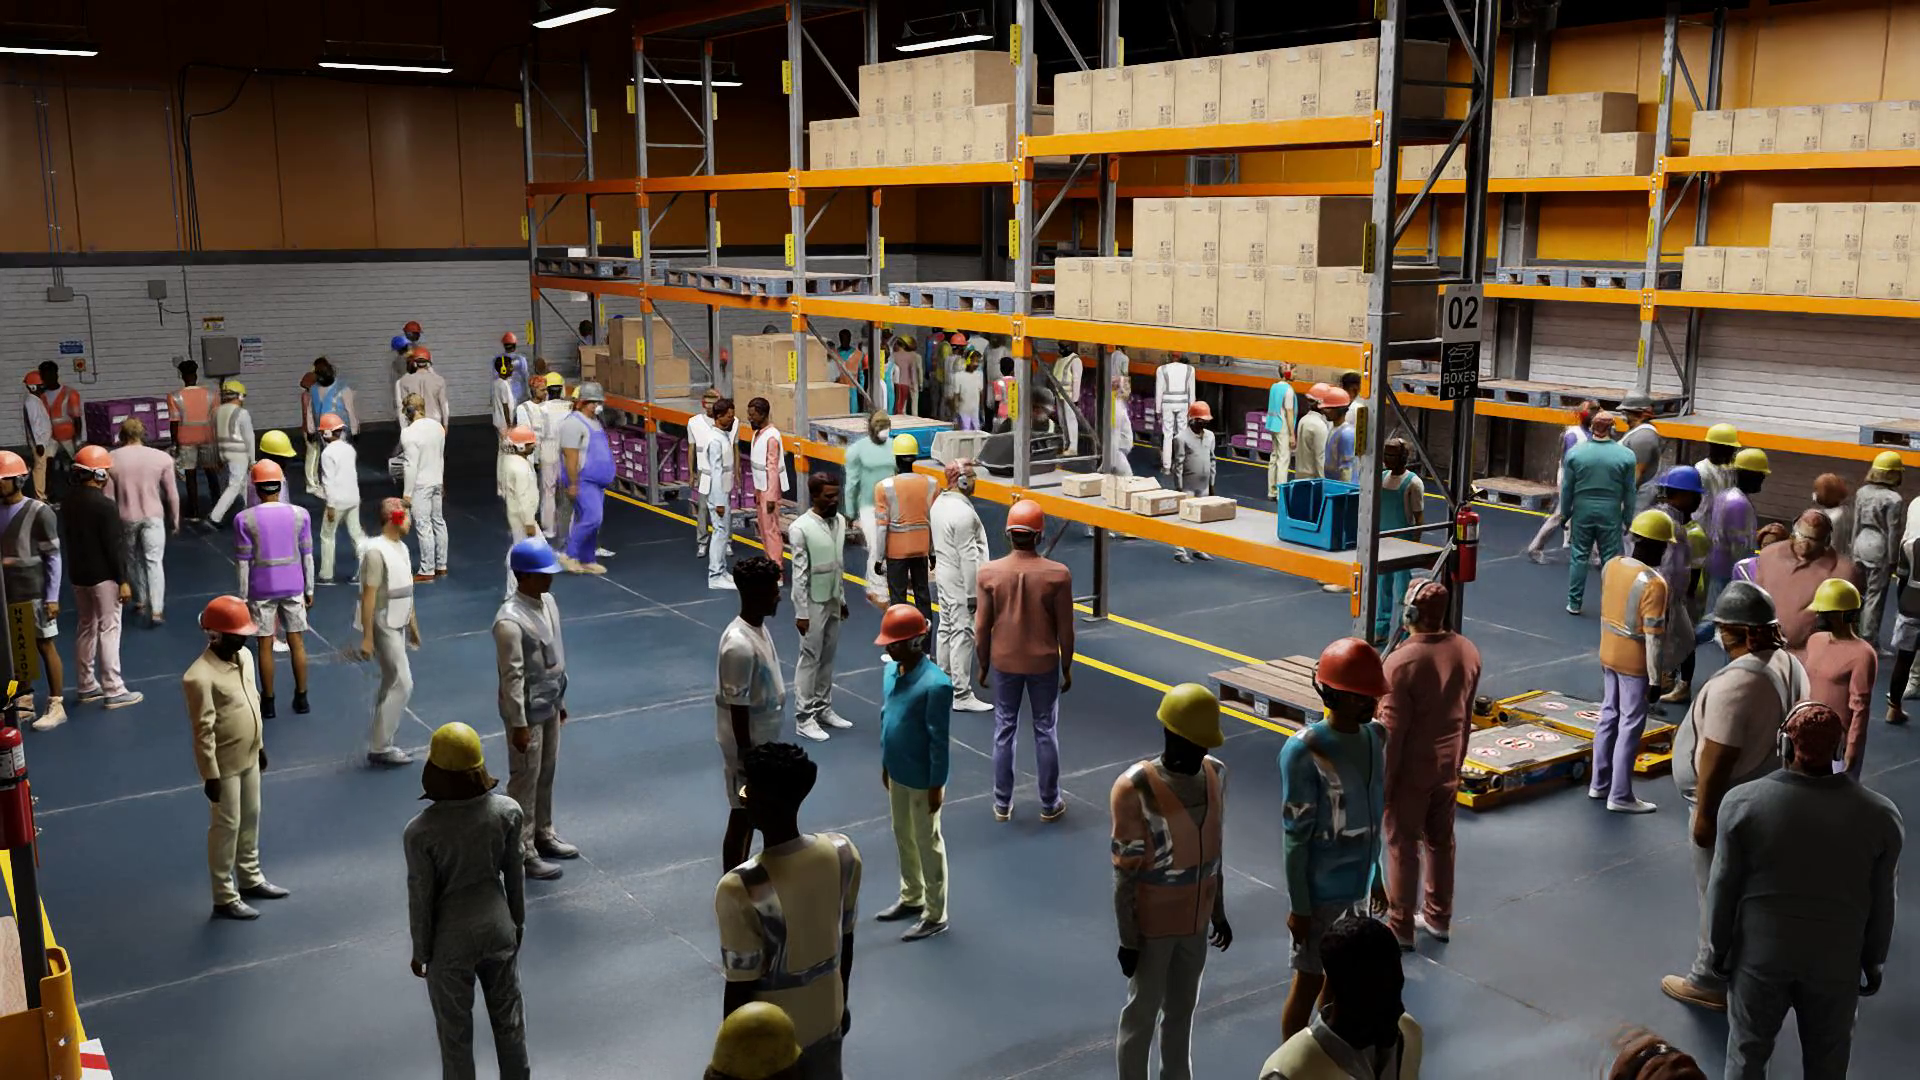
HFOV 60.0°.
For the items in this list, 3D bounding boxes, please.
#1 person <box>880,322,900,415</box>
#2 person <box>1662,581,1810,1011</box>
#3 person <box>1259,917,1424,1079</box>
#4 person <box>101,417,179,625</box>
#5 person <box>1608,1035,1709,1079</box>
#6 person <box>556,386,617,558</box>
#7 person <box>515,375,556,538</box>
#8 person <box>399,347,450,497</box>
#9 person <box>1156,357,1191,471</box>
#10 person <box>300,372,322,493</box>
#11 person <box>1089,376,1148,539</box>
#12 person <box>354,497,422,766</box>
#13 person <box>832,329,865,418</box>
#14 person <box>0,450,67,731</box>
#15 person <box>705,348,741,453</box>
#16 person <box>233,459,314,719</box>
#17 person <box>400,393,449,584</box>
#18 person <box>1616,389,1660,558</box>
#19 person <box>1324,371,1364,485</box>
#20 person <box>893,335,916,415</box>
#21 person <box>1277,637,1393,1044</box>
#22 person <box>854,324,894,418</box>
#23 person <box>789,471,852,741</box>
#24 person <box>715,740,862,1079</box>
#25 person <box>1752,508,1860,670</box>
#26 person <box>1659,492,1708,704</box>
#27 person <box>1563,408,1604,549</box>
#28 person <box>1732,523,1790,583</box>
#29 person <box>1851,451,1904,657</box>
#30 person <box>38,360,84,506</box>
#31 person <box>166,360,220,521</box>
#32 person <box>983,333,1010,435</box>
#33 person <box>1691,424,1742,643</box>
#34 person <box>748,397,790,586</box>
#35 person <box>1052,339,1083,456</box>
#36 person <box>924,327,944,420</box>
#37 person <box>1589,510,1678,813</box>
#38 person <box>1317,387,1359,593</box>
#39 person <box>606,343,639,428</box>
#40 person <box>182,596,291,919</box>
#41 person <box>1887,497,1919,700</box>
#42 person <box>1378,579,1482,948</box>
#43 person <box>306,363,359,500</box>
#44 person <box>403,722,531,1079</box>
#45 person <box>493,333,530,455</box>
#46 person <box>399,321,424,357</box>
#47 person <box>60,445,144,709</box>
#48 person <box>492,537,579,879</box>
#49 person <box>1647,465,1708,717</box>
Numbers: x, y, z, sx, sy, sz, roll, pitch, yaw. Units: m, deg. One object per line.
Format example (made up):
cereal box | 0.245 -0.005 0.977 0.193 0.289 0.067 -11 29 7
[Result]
person | -1.302 -3.116 30.358 0.403 1.824 0.594 -9 14 -39
person | 3.625 1.176 7.836 0.681 2.000 0.535 -8 14 -35
person | 1.010 1.901 4.438 0.591 1.919 0.392 -10 15 -42
person | -7.462 -0.176 15.167 0.646 1.895 1.017 -6 12 -26
person | 1.774 2.078 4.306 0.511 1.618 0.692 -2 11 -9
person | -4.044 -0.704 17.873 0.791 1.874 0.664 3 11 15
person | -4.852 -0.955 19.164 0.359 1.880 0.575 6 13 29
person | -7.027 -1.534 21.852 0.617 1.986 0.408 -3 12 -17
person | 3.125 -1.824 24.112 0.426 1.683 0.527 3 12 17
person | -8.678 -1.446 22.321 0.277 1.627 0.503 -1 11 -7
person | 1.866 -0.933 19.039 0.843 1.871 0.666 -1 11 -5
person | -3.879 0.618 11.307 0.428 1.794 0.658 -1 11 -6
person | -1.803 -2.388 26.386 0.590 1.919 0.396 1 11 3
person | -6.753 0.367 11.964 0.609 2.044 0.394 3 11 16
person | -3.648 -2.060 25.223 0.825 1.720 0.566 8 14 35
person | -5.067 0.360 12.320 0.548 1.925 0.392 -8 14 -35
person | -5.426 -0.522 16.798 0.371 1.935 0.627 3 11 15
person | 6.532 -0.470 16.257 0.535 2.000 0.684 4 12 20
person | 4.396 -0.939 18.898 0.423 1.954 0.647 -10 15 -40
person | -1.023 -2.604 28.074 0.568 1.689 0.931 -4 12 -20
person | 1.542 1.388 6.745 0.607 2.044 0.372 -10 15 -41
person | -1.414 -2.546 26.884 0.714 2.000 1.009 0 11 0
person | -1.008 0.450 11.864 0.371 1.916 0.597 6 12 27
person | -0.597 1.633 5.684 0.361 1.965 0.612 9 14 39
person | 5.391 0.691 10.741 0.523 1.875 0.719 -8 14 -36
person | 5.479 0.399 12.688 0.321 1.697 0.530 0 11 1
person | 6.896 -0.672 18.351 0.314 1.629 0.509 -4 12 -20
person | 5.530 0.683 11.412 0.524 1.631 0.319 6 12 27
person | 7.745 0.116 14.048 0.318 1.741 0.488 -2 11 -10
person | -11.472 -1.363 21.220 0.639 1.885 0.873 0 11 2
person | -9.300 -1.210 20.237 0.614 1.962 0.362 -10 15 -41
person | 0.654 -2.647 27.943 0.539 1.828 0.655 9 14 40
person | 6.530 -0.063 14.495 0.397 1.919 0.586 10 15 40
person | -1.925 -0.481 16.663 0.402 1.909 0.599 -4 12 -20
person | 1.646 -2.219 25.756 0.429 1.837 0.631 -5 12 -24
person | -0.396 -3.080 30.169 0.632 1.833 0.431 -10 15 -42
person | 4.192 0.753 10.337 0.396 1.913 0.591 -2 11 -11
person | 3.705 -0.489 16.390 0.427 2.033 0.608 0 11 1
person | -5.891 -2.875 29.114 0.563 1.834 0.409 -3 11 -13
person | -3.832 1.141 8.794 0.355 1.737 0.576 1 11 5
person | 7.342 0.331 12.548 0.401 1.894 0.654 -4 12 -19
person | 2.303 1.137 8.417 0.700 1.903 0.415 -7 13 -33
person | -8.275 -1.438 21.868 0.621 1.780 1.012 4 12 18
person | -1.955 1.564 6.606 0.487 1.746 0.290 -9 14 -40
person | -6.997 -2.271 25.910 0.544 1.885 1.056 3 12 16
person | -8.942 -2.581 27.210 0.410 1.986 0.615 1 11 5
person | -6.510 0.275 12.603 0.620 1.987 0.414 6 13 29
person | -2.384 0.936 9.337 0.404 1.941 0.612 2 11 9
person | 5.115 0.413 12.021 0.457 1.926 0.634 5 12 23
